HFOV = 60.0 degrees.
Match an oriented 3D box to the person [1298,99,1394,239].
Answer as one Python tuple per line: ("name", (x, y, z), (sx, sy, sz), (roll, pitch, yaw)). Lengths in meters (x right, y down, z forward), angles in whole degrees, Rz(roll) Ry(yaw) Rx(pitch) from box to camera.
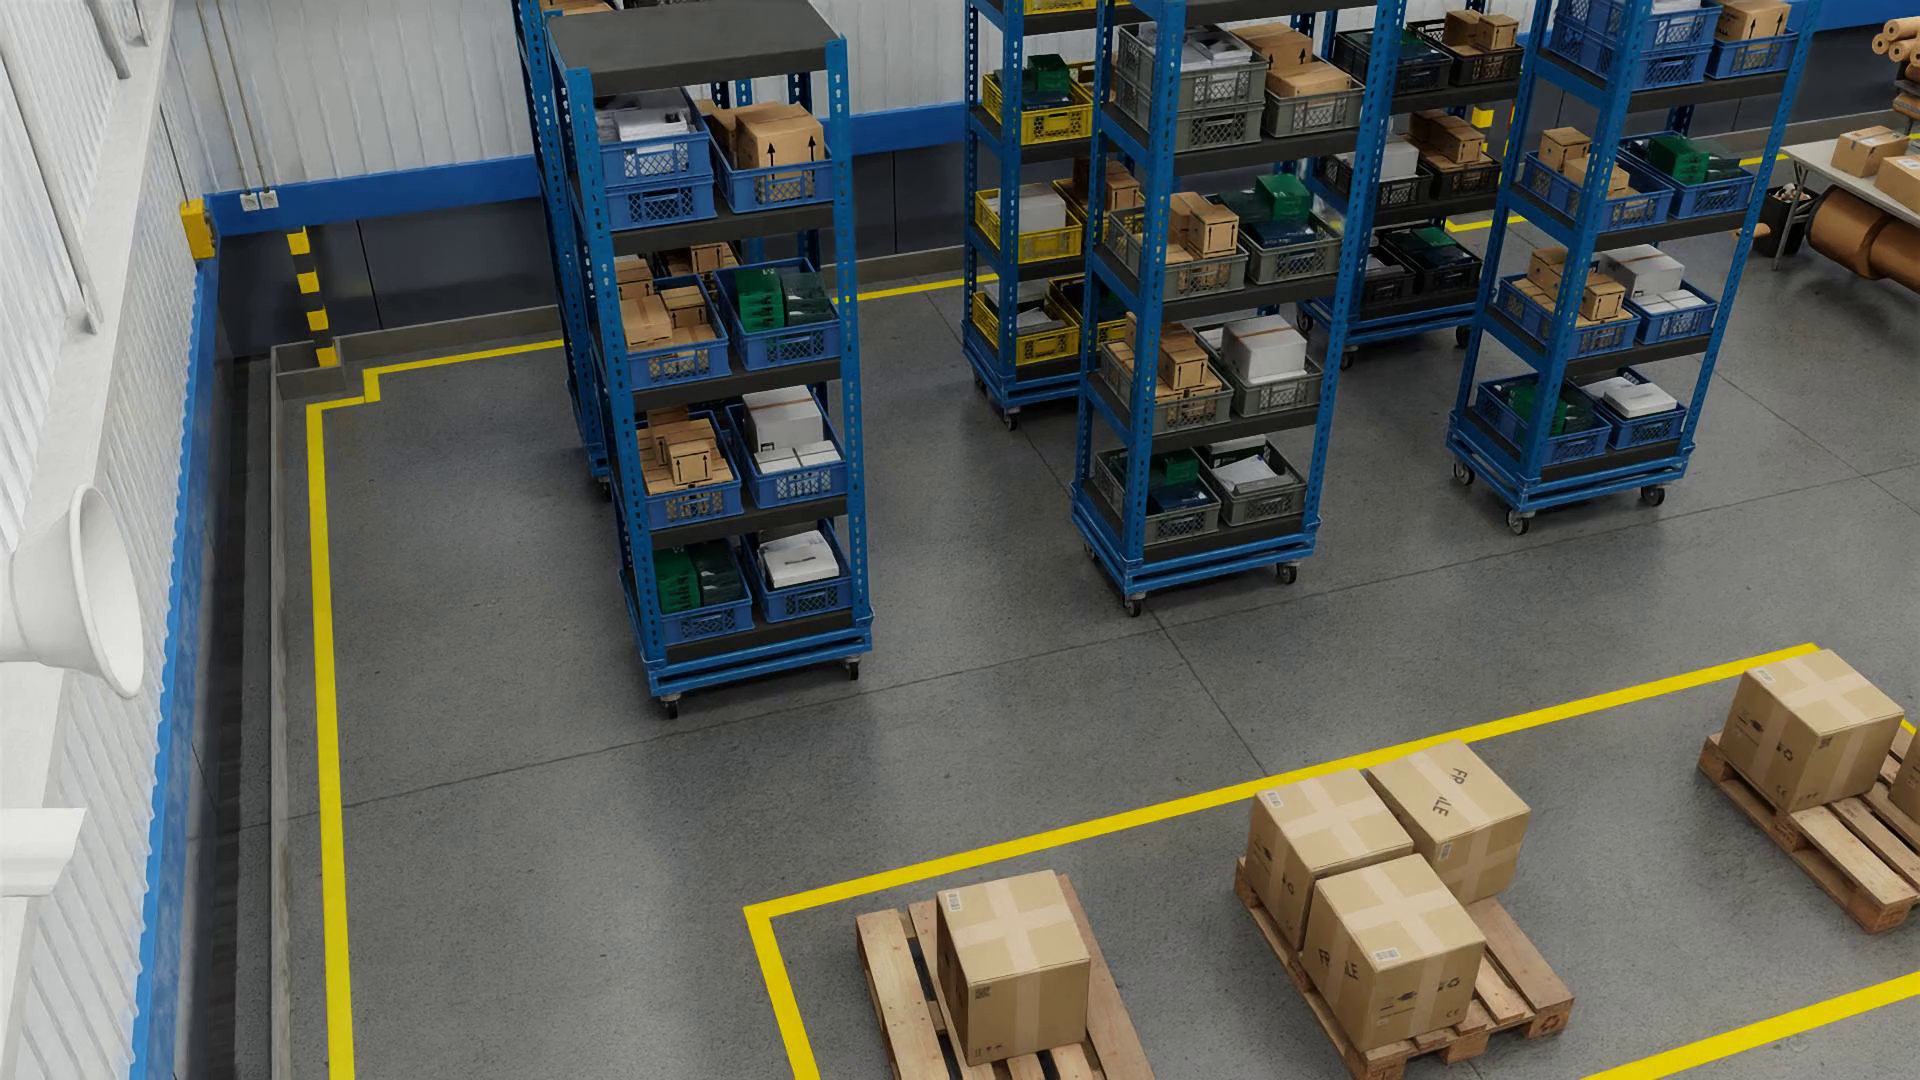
("person", (2.826, -2.712, 12.536), (0.738, 1.842, 0.402), (20, 40, 25))
